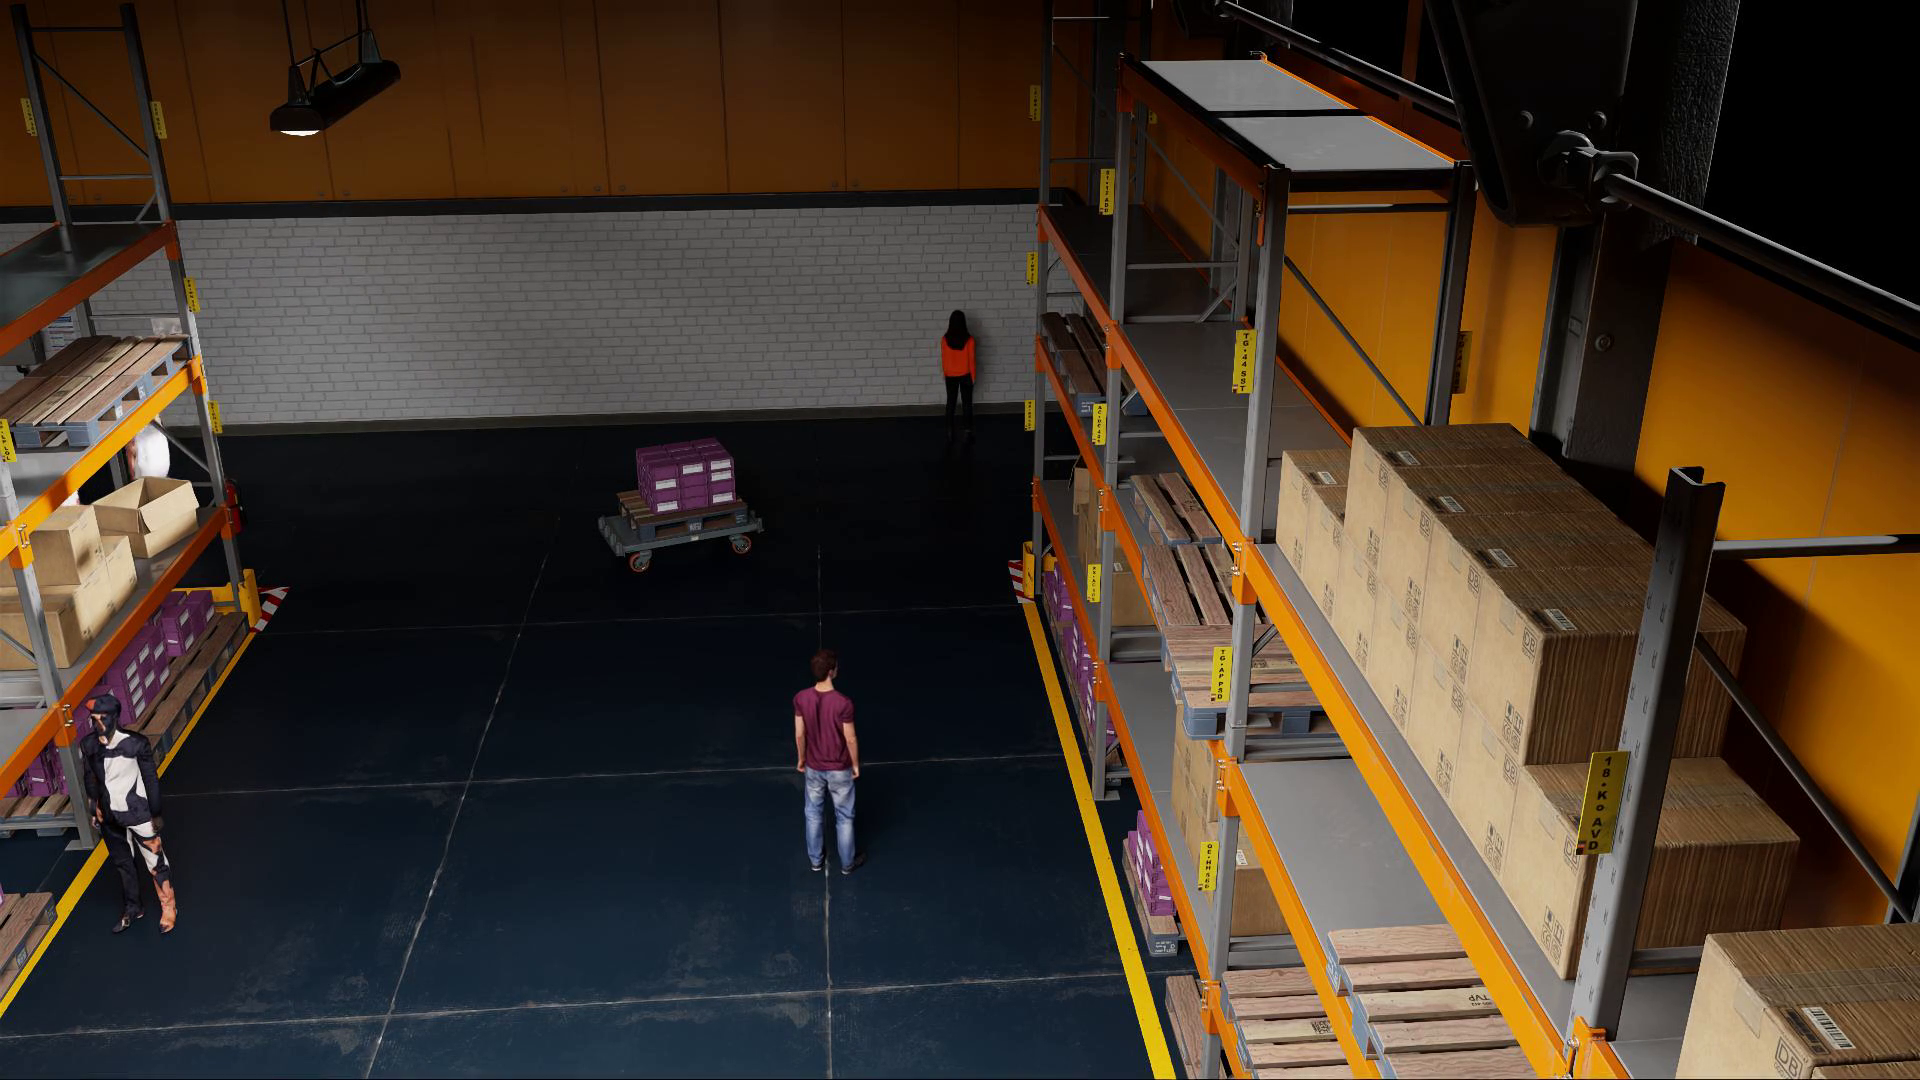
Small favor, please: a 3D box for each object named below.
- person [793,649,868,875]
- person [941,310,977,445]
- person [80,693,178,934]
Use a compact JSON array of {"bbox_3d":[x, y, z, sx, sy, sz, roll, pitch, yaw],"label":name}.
[{"bbox_3d":[-0.997,1.685,12.595,0.731,1.850,0.699,7,25,16],"label":"person"},{"bbox_3d":[-0.016,-2.100,21.380,0.701,1.749,0.694,8,25,18],"label":"person"},{"bbox_3d":[-5.977,1.949,11.938,0.708,1.893,0.623,1,24,2],"label":"person"}]
